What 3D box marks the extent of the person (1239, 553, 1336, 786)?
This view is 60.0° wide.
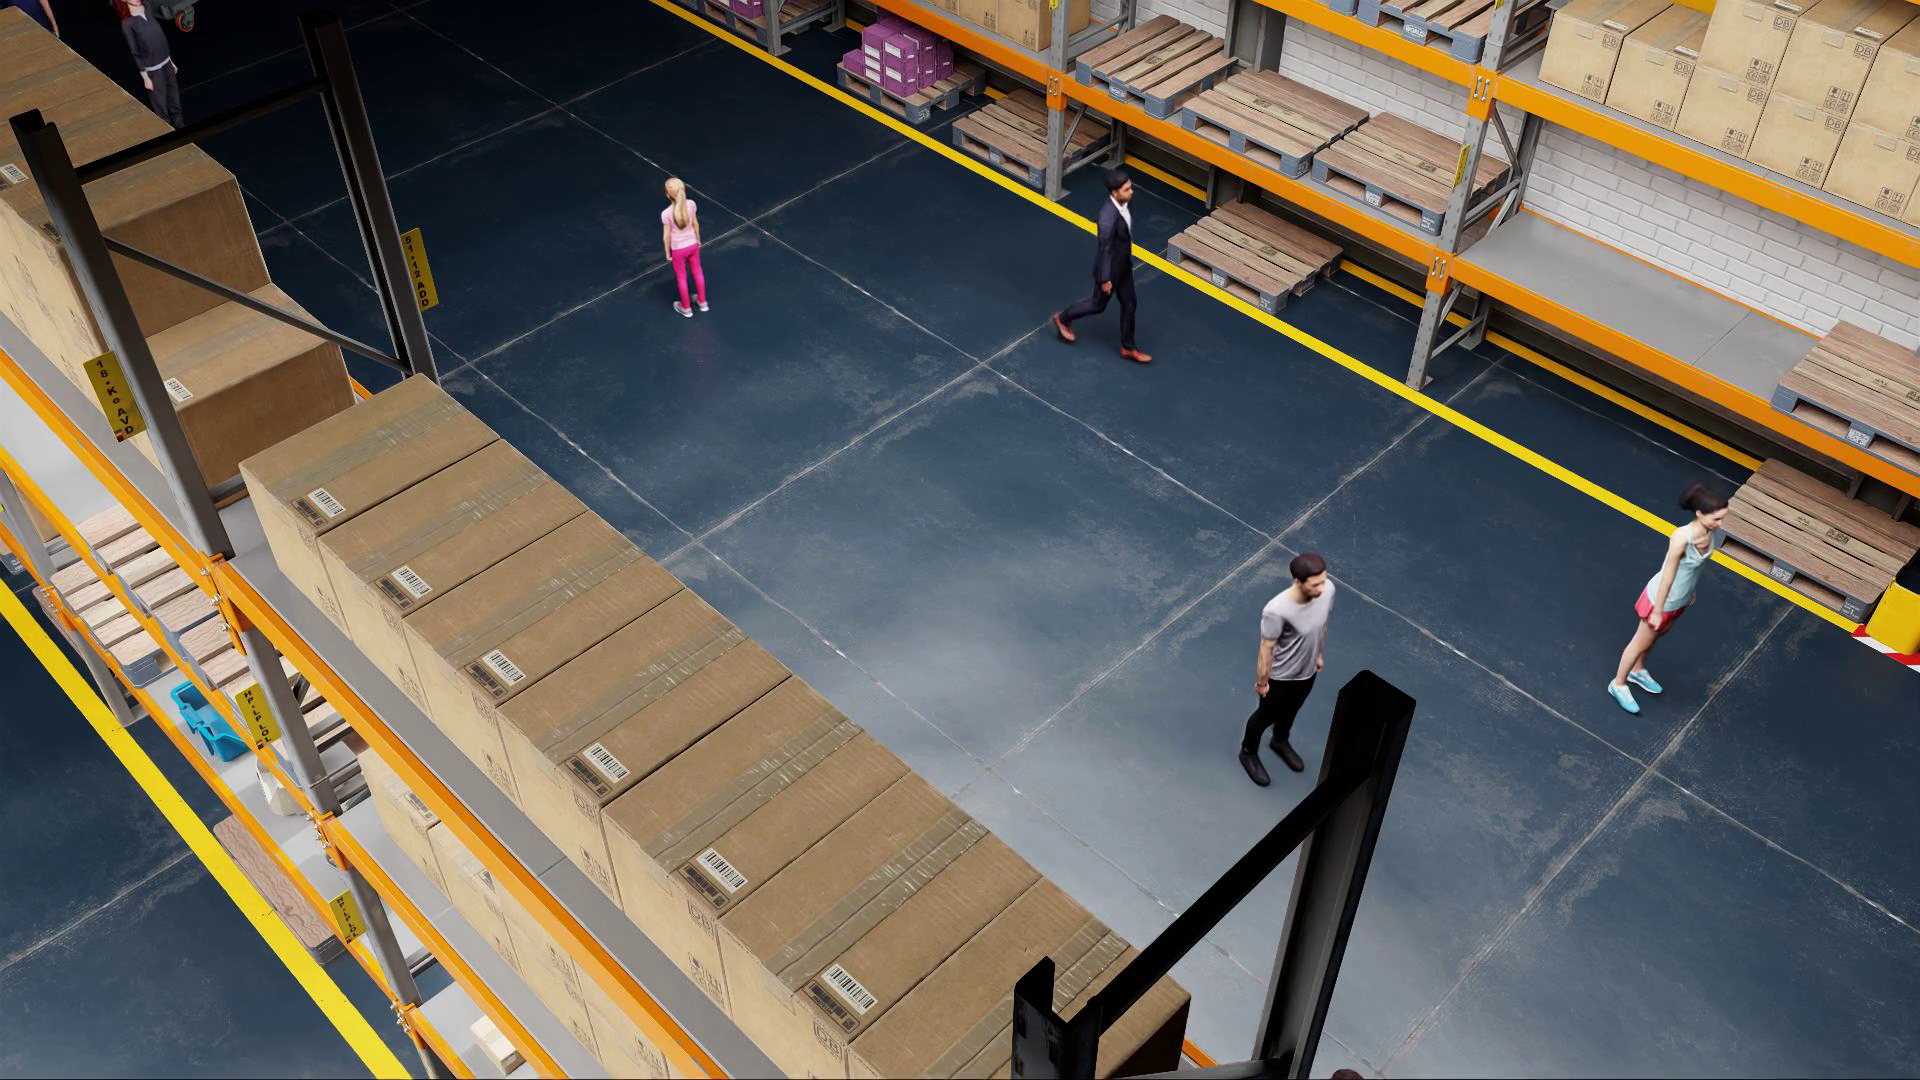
[{"bbox_3d":[1.991,0.742,10.074,0.696,1.863,0.631,-24,49,-23],"label":"person"}]

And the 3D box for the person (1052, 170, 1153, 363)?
[{"bbox_3d":[1.138,-2.195,13.278,1.201,1.697,0.878,20,47,20],"label":"person"}]

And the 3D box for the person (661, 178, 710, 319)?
[{"bbox_3d":[-2.296,-2.451,13.857,0.519,1.269,0.523,-25,49,-24],"label":"person"}]

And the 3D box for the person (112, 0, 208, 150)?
[{"bbox_3d":[-7.505,-4.382,15.513,0.665,1.780,0.656,10,44,10],"label":"person"}]

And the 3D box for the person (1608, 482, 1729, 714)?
[{"bbox_3d":[4.501,0.356,10.544,0.610,1.774,0.600,-29,50,-27],"label":"person"}]

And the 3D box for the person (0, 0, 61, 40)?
[{"bbox_3d":[-8.936,-4.853,15.963,1.103,1.842,0.723,31,52,28],"label":"person"}]
